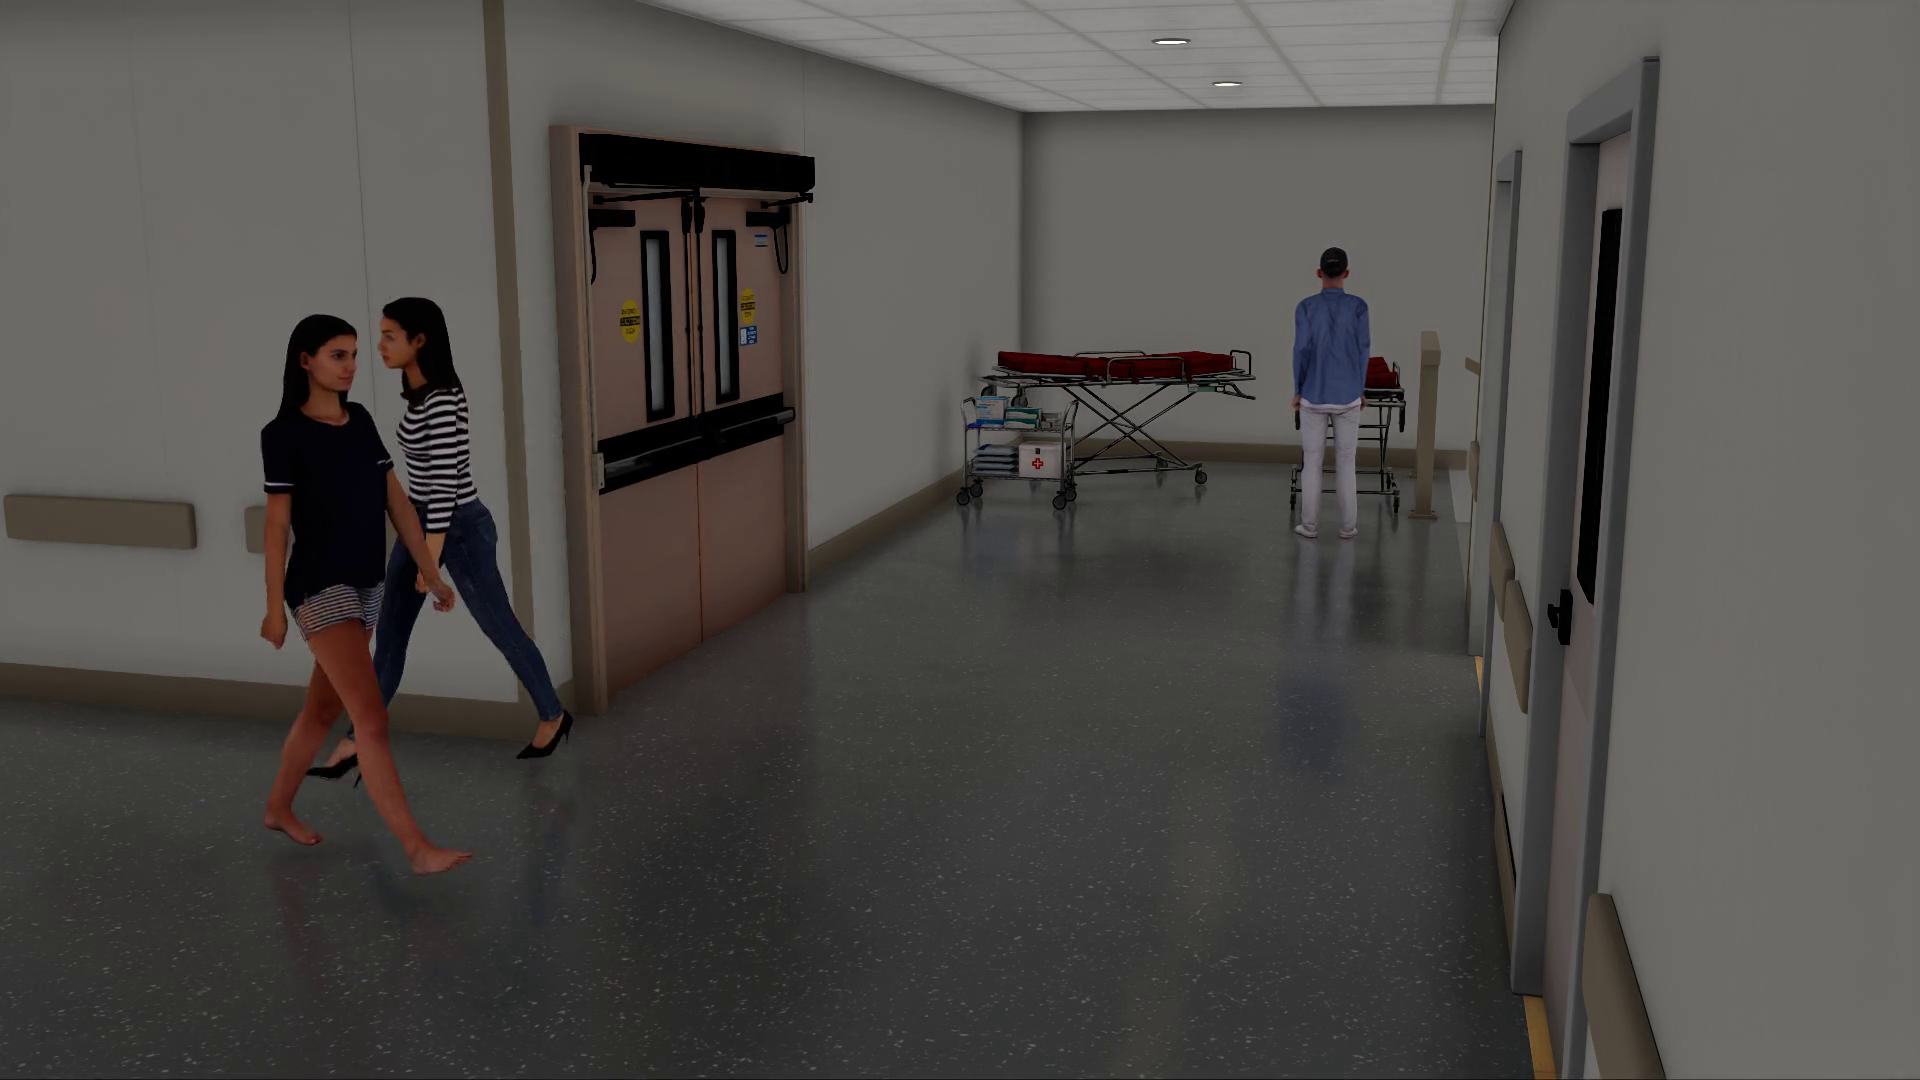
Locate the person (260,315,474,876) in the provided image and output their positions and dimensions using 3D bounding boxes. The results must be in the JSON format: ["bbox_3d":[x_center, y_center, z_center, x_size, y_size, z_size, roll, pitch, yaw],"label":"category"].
[{"bbox_3d":[-2.012,0.201,5.233,0.724,1.708,1.117,5,12,23],"label":"person"}]

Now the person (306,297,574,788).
[{"bbox_3d":[-1.740,0.056,5.969,1.228,1.717,1.106,-7,13,-33],"label":"person"}]

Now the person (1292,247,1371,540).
[{"bbox_3d":[2.409,-0.950,10.817,0.682,1.887,0.616,1,11,6],"label":"person"}]
